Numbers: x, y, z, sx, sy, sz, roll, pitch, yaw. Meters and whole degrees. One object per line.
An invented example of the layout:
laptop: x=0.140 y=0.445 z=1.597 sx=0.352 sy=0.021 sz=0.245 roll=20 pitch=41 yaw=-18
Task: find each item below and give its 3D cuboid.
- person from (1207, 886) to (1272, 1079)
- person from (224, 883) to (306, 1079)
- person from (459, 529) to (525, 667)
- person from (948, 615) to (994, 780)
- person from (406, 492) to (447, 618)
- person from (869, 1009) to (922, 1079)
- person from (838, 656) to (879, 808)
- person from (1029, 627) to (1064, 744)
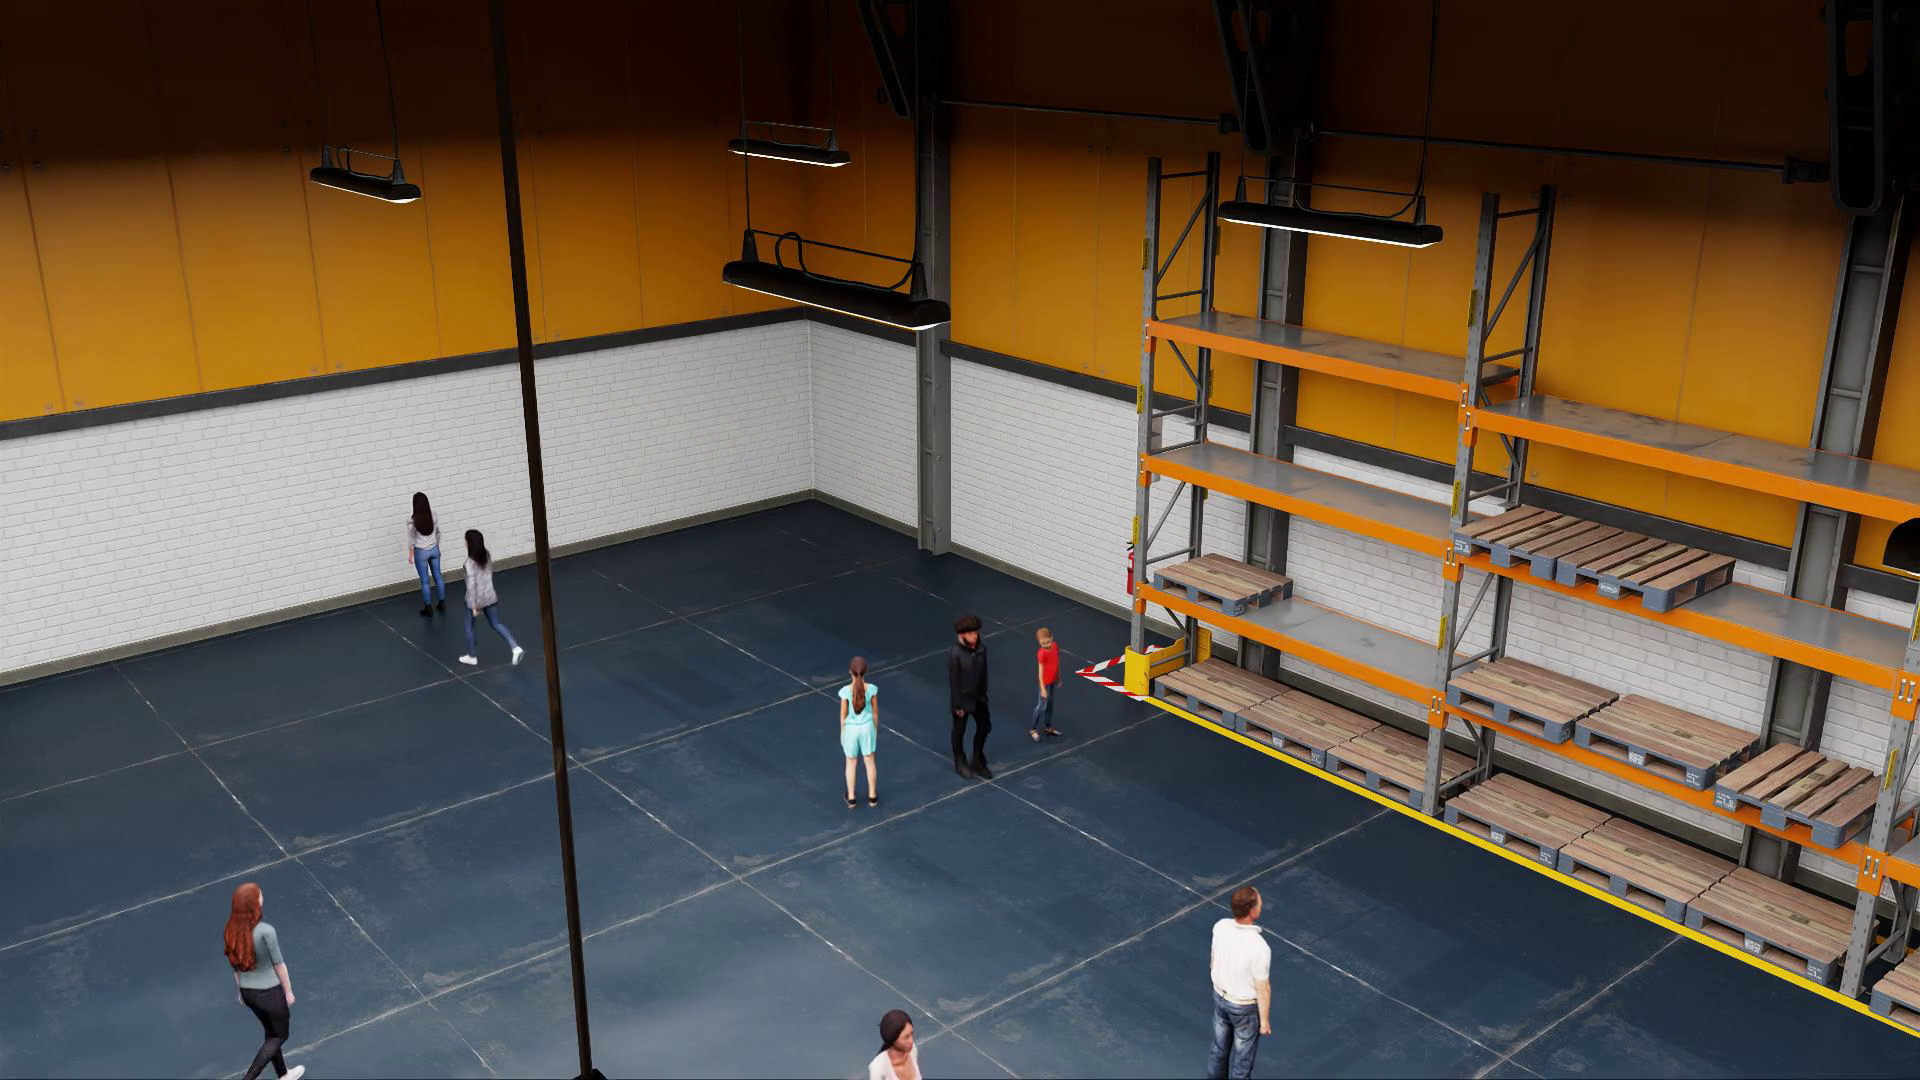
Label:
person: x=1.933 y=3.264 z=11.669 sx=0.744 sy=1.854 sz=0.523 roll=-12 pitch=22 yaw=-32
person: x=-5.001 y=3.278 z=11.826 sx=0.993 sy=1.728 sz=0.937 roll=7 pitch=20 yaw=20
person: x=-5.539 y=0.711 z=19.489 sx=1.184 sy=1.702 sz=0.867 roll=10 pitch=21 yaw=28
person: x=0.039 y=1.559 z=16.879 sx=0.665 sy=1.760 sz=0.673 roll=-12 pitch=22 yaw=-32
person: x=-6.793 y=0.169 z=21.206 sx=0.561 sy=1.633 sz=0.635 roll=15 pitch=24 yaw=38
person: x=-0.495 y=3.723 z=10.539 sx=1.090 sy=1.707 sz=0.685 roll=17 pitch=25 yaw=41
person: x=-0.988 y=1.865 z=16.287 sx=0.637 sy=1.558 sz=0.670 roll=-4 pitch=19 yaw=-11
person: x=0.954 y=1.509 z=17.763 sx=0.561 sy=1.290 sz=0.574 roll=7 pitch=20 yaw=21
